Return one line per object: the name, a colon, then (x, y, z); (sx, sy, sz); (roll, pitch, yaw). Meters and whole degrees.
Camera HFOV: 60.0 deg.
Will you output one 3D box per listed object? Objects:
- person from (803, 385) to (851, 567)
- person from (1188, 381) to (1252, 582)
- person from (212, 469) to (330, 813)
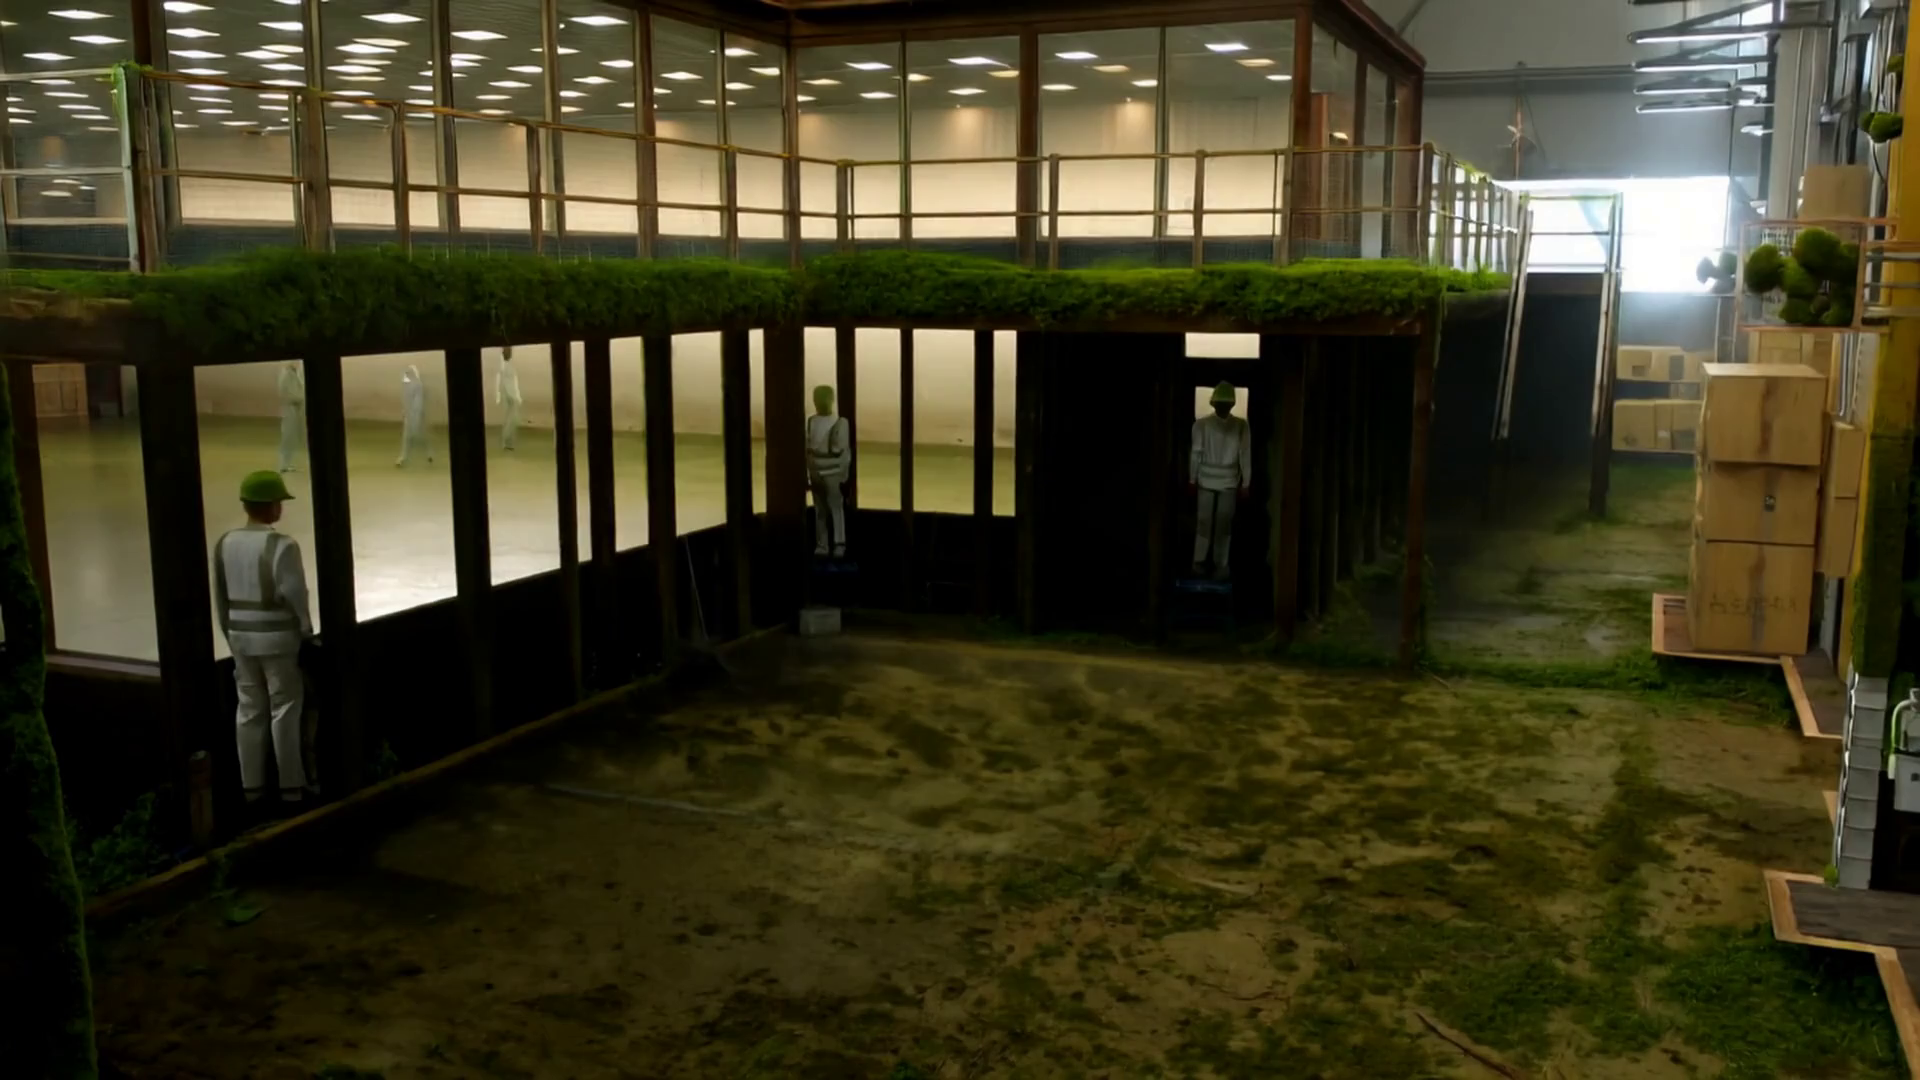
person: (-1.386, -0.662, 17.212); (0.584, 1.882, 0.337); (7, 12, 37)
person: (2.555, -0.568, 16.343); (0.617, 1.986, 0.405); (1, 9, 5)
person: (-3.910, 0.571, 9.412); (0.614, 1.946, 0.389); (4, 10, 22)
